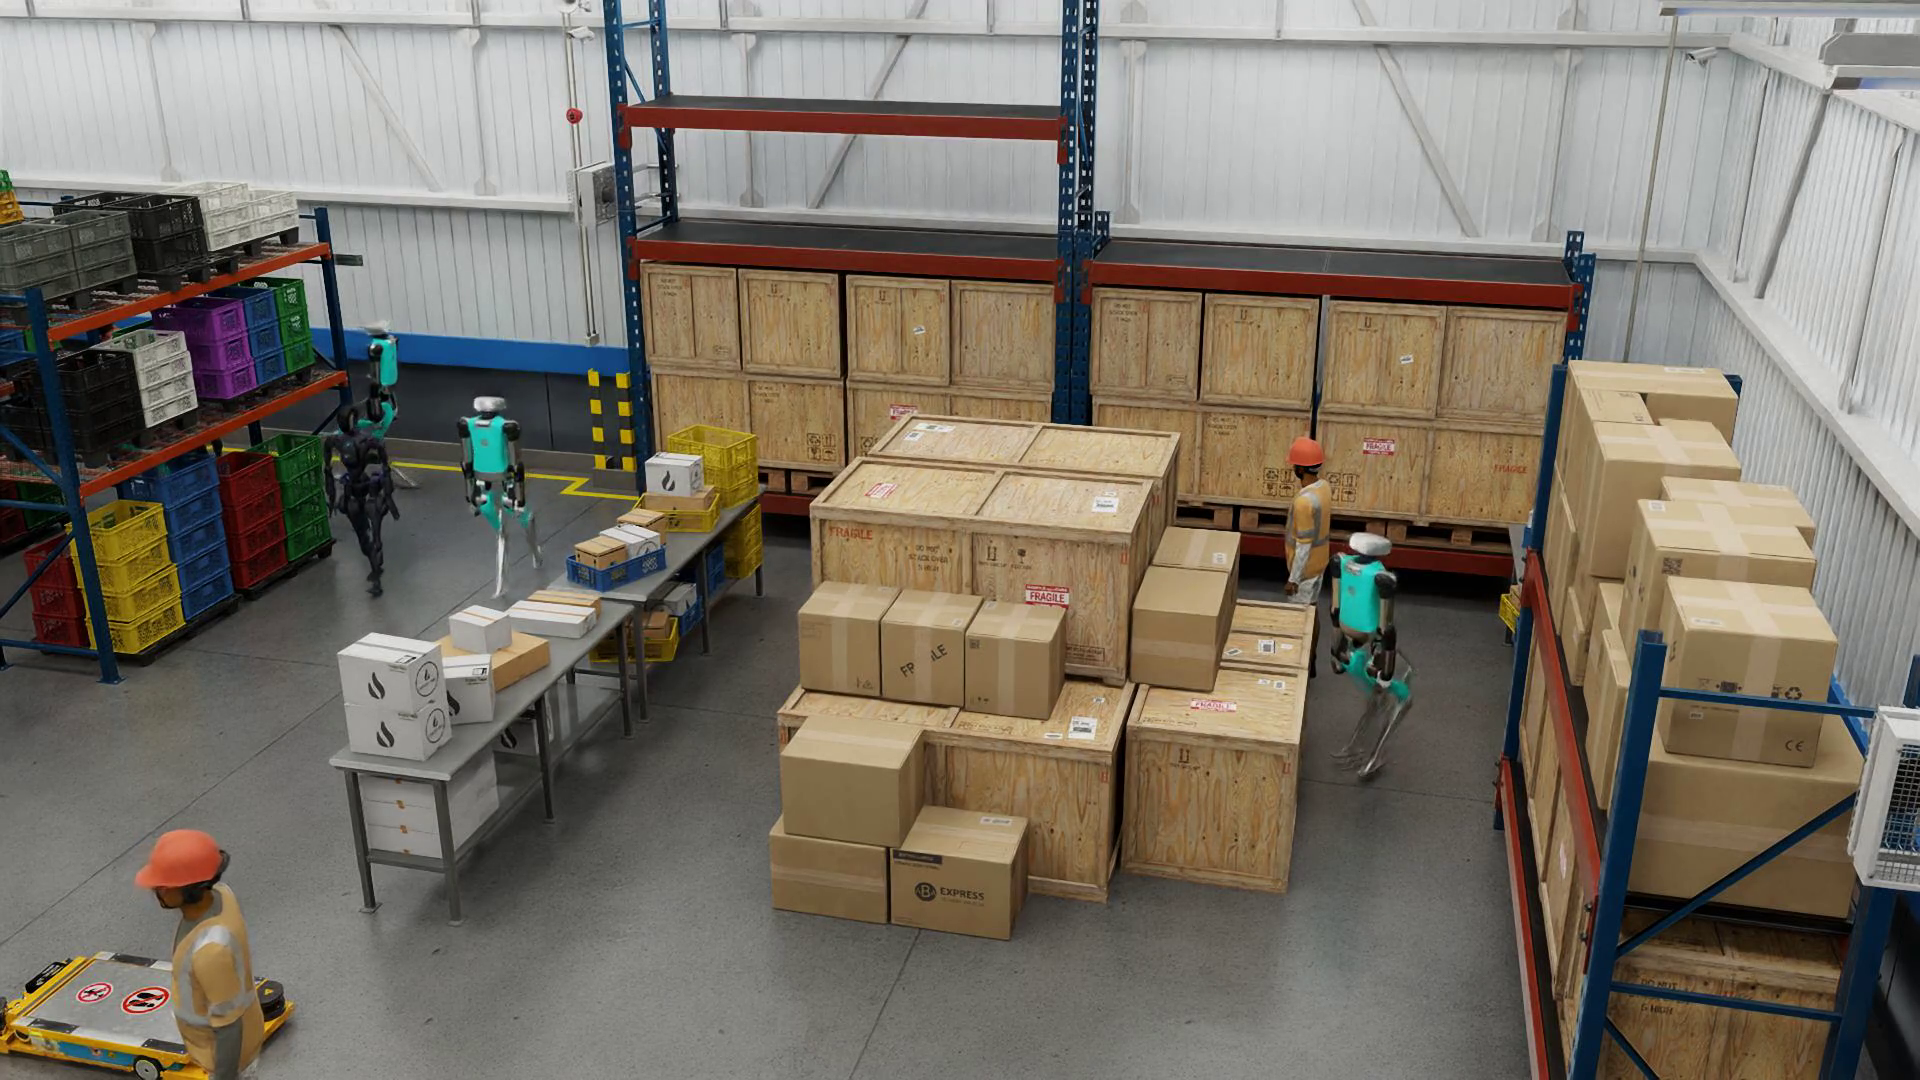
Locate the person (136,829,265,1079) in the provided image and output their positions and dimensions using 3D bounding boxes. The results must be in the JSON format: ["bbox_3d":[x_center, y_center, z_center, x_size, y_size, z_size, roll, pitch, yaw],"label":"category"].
[{"bbox_3d":[-3.126,2.118,7.017,0.366,2.048,0.604,-9,23,-23],"label":"person"}]

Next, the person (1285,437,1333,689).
[{"bbox_3d":[2.516,0.179,12.246,0.372,1.934,0.545,11,23,26],"label":"person"}]

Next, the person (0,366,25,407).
[{"bbox_3d":[-9.748,-1.609,17.054,0.564,1.840,0.617,5,21,12],"label":"person"}]

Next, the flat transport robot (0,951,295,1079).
[{"bbox_3d":[-4.270,2.464,8.601,1.431,0.231,0.659,5,22,13],"label":"flat transport robot"}]

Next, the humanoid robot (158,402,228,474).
[{"bbox_3d":[-6.997,-0.796,15.148,0.600,1.655,0.383,1,21,4],"label":"humanoid robot"}]

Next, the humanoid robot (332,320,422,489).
[{"bbox_3d":[-5.936,-1.303,16.472,1.018,1.775,0.531,1,21,4],"label":"humanoid robot"}]

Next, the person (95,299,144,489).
[{"bbox_3d":[-8.356,-1.462,16.561,0.588,1.918,0.385,13,24,30],"label":"person"}]

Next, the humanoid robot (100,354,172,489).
[{"bbox_3d":[-7.582,-0.925,15.525,0.554,1.878,0.685,10,23,25],"label":"humanoid robot"}]

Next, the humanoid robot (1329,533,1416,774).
[{"bbox_3d":[2.781,0.722,10.960,0.723,1.708,0.530,-13,25,-31],"label":"humanoid robot"}]

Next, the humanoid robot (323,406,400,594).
[{"bbox_3d":[-5.064,-0.352,14.040,0.616,1.620,0.760,0,21,1],"label":"humanoid robot"}]

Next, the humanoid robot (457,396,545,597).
[{"bbox_3d":[-3.838,-0.446,14.208,0.552,1.798,0.893,3,21,8],"label":"humanoid robot"}]
